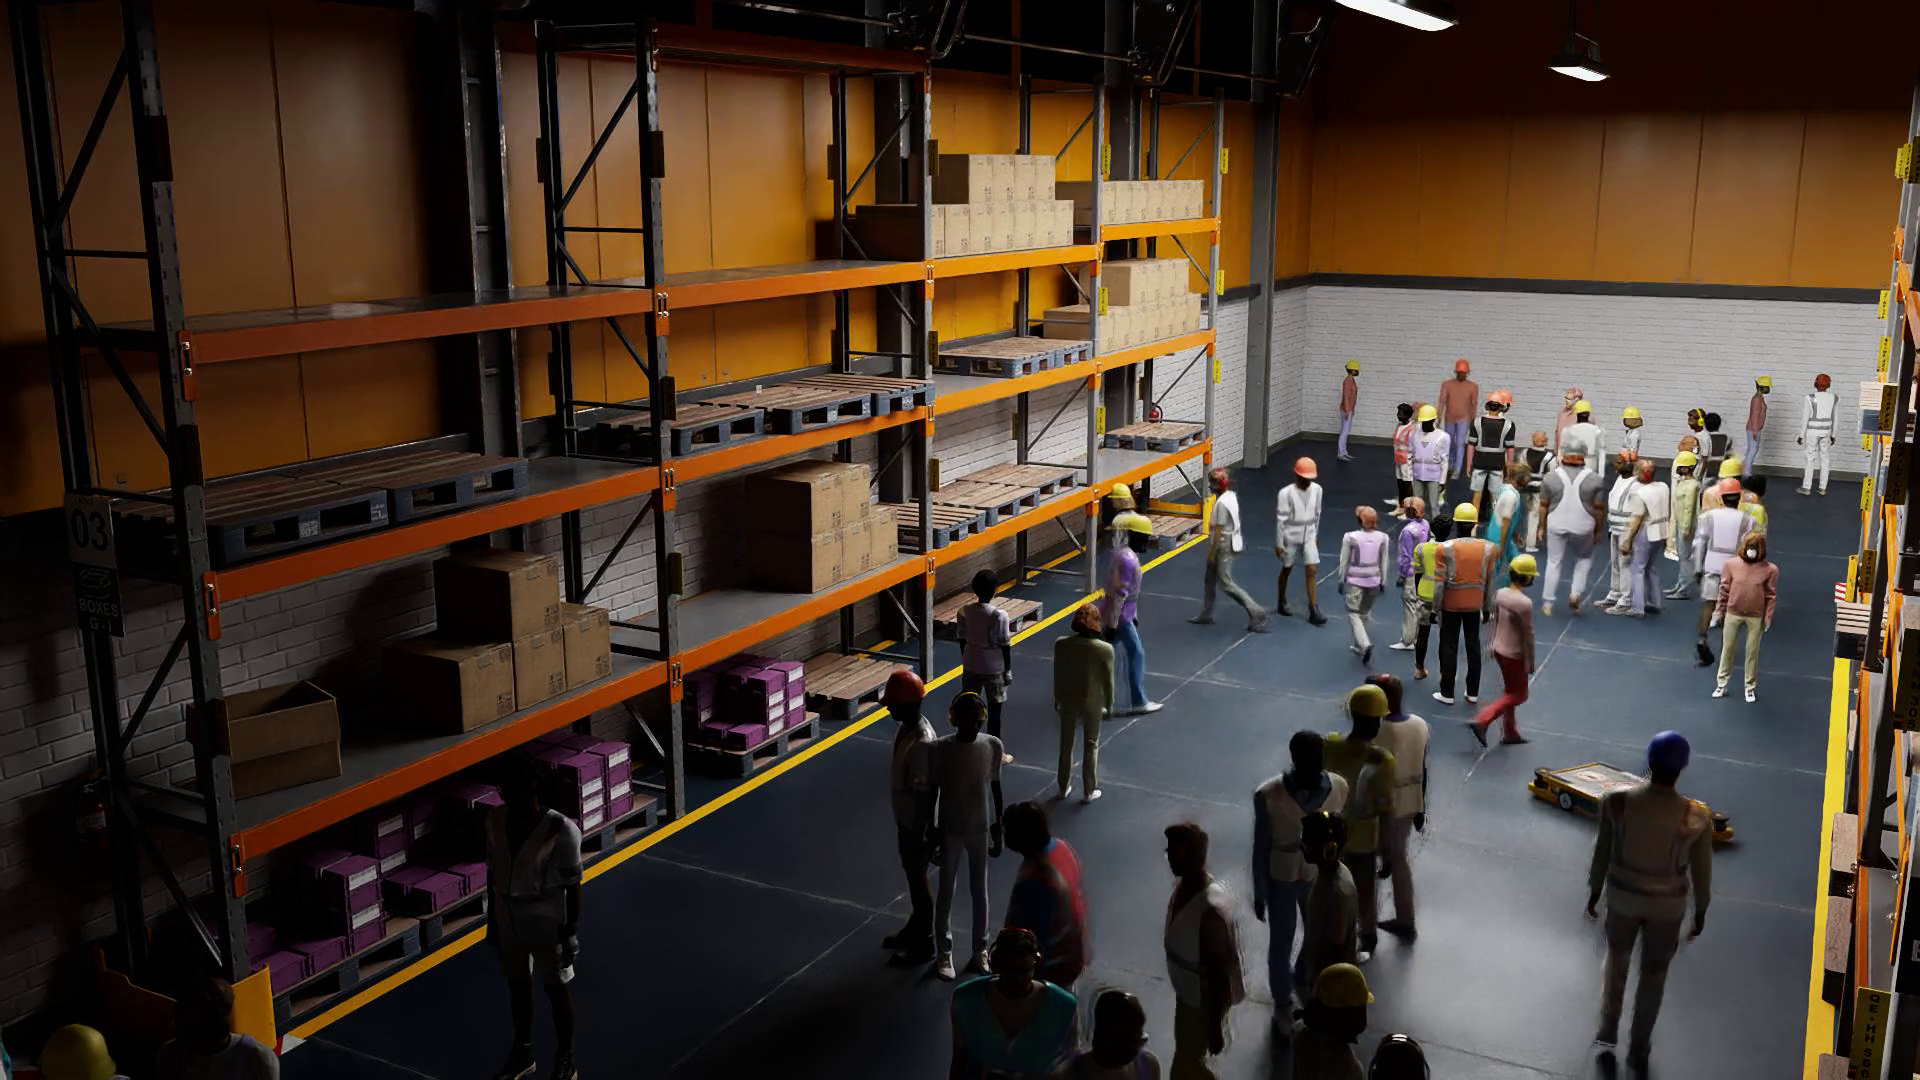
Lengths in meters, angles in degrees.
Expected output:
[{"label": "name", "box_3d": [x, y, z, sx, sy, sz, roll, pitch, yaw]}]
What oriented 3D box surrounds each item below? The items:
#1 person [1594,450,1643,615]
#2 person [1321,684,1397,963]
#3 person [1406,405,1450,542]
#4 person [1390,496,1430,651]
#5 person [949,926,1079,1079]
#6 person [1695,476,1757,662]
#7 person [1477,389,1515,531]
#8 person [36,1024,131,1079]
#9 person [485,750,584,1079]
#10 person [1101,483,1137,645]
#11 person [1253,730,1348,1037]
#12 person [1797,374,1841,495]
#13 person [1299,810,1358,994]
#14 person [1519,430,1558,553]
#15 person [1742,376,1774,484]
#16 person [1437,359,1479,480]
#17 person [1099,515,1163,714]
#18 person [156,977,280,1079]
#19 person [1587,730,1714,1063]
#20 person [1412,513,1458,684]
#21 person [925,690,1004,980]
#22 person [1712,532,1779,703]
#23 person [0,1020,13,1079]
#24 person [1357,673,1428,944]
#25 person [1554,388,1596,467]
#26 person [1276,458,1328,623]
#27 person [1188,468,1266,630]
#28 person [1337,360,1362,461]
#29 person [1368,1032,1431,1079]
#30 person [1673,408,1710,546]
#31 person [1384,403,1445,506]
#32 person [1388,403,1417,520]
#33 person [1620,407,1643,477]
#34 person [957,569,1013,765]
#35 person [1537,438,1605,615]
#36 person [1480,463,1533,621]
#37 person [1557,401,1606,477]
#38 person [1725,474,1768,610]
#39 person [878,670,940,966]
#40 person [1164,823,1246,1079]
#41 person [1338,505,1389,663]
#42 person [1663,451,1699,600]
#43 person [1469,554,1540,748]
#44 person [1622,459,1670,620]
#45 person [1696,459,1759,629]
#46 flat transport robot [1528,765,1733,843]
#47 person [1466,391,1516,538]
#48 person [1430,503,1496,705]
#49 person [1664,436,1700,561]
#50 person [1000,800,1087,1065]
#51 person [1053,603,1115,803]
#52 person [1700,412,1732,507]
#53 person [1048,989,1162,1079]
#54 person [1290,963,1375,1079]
[{"label": "person", "box_3d": [7.514, -0.093, 18.882, 0.354, 1.883, 0.573, 0, 13, 0]}, {"label": "person", "box_3d": [2.373, 1.828, 10.250, 0.653, 1.903, 0.622, -9, 16, -36]}, {"label": "person", "box_3d": [6.213, -0.848, 22.187, 0.580, 1.918, 0.390, 10, 16, 37]}, {"label": "person", "box_3d": [4.742, 0.349, 17.451, 0.309, 1.641, 0.512, 9, 16, 36]}, {"label": "person", "box_3d": [0.235, 2.522, 7.286, 0.563, 1.838, 0.389, 2, 13, 7]}, {"label": "person", "box_3d": [7.835, 0.303, 17.098, 0.554, 1.902, 0.899, 9, 15, 35]}, {"label": "person", "box_3d": [7.487, -1.111, 23.215, 0.404, 1.986, 0.618, -2, 13, -10]}, {"label": "person", "box_3d": [-3.369, 2.713, 6.452, 0.403, 1.824, 0.596, 5, 13, 21]}, {"label": "person", "box_3d": [-2.325, 2.072, 9.016, 0.603, 1.959, 0.377, 5, 14, 21]}, {"label": "person", "box_3d": [1.699, 0.252, 17.680, 0.318, 1.737, 0.487, 8, 15, 31]}, {"label": "person", "box_3d": [1.955, 1.968, 9.643, 0.609, 1.892, 0.486, -3, 13, -14]}, {"label": "person", "box_3d": [13.307, -1.638, 25.797, 0.582, 1.882, 0.338, 0, 13, 0]}, {"label": "person", "box_3d": [1.842, 2.254, 8.432, 0.327, 1.863, 0.510, 1, 13, 5]}, {"label": "person", "box_3d": [7.642, -0.642, 21.932, 0.605, 1.611, 0.568, -11, 17, -40]}, {"label": "person", "box_3d": [12.758, -1.753, 26.611, 0.343, 1.757, 0.532, 7, 15, 30]}, {"label": "person", "box_3d": [8.180, -2.013, 27.304, 0.605, 1.968, 0.897, 6, 14, 26]}, {"label": "person", "box_3d": [1.525, 0.703, 15.364, 0.870, 1.856, 0.600, -1, 13, -4]}, {"label": "person", "box_3d": [-3.001, 2.628, 6.796, 0.506, 1.842, 0.350, 0, 13, 2]}, {"label": "person", "box_3d": [3.883, 2.007, 9.358, 0.646, 1.932, 0.441, 8, 15, 32]}, {"label": "person", "box_3d": [4.691, 0.573, 16.316, 0.535, 1.699, 0.318, 10, 16, 39]}, {"label": "person", "box_3d": [0.032, 1.825, 10.355, 0.509, 1.860, 0.334, -3, 13, -13]}, {"label": "person", "box_3d": [7.448, 0.724, 15.782, 0.500, 1.636, 0.286, 7, 14, 28]}, {"label": "person", "box_3d": [-4.217, 2.590, 7.001, 0.429, 1.830, 0.639, 3, 13, 12]}, {"label": "person", "box_3d": [2.749, 1.752, 10.830, 0.577, 1.815, 0.561, -8, 15, -33]}, {"label": "person", "box_3d": [8.796, -1.238, 23.968, 0.400, 1.905, 0.643, -6, 14, -25]}, {"label": "person", "box_3d": [3.790, 0.001, 18.497, 0.565, 1.872, 0.912, -3, 13, -14]}, {"label": "person", "box_3d": [2.944, 0.096, 18.200, 0.779, 1.809, 0.578, 2, 13, 7]}, {"label": "person", "box_3d": [6.755, -2.249, 28.827, 0.341, 1.761, 0.529, 5, 13, 20]}, {"label": "person", "box_3d": [1.630, 2.740, 6.306, 0.504, 1.840, 0.341, 1, 13, 6]}, {"label": "person", "box_3d": [9.813, -0.839, 22.266, 0.329, 1.865, 0.512, 1, 13, 3]}, {"label": "person", "box_3d": [6.838, -1.261, 24.783, 0.889, 1.579, 0.553, 4, 13, 18]}, {"label": "person", "box_3d": [6.408, -1.135, 23.985, 0.319, 1.692, 0.537, -3, 13, -11]}, {"label": "person", "box_3d": [9.358, -1.003, 23.299, 0.321, 1.738, 0.487, 5, 14, 22]}, {"label": "person", "box_3d": [0.216, 1.078, 14.054, 0.535, 1.699, 0.318, 9, 15, 34]}, {"label": "person", "box_3d": [6.906, -0.159, 18.820, 0.710, 2.000, 0.593, 6, 14, 26]}, {"label": "person", "box_3d": [6.121, 0.019, 18.613, 0.760, 1.785, 0.516, 4, 13, 18]}, {"label": "person", "box_3d": [8.489, -0.971, 22.821, 0.599, 1.871, 0.983, 1, 13, 6]}, {"label": "person", "box_3d": [8.761, 0.102, 18.431, 0.417, 1.687, 0.565, 1, 13, 2]}, {"label": "person", "box_3d": [-0.320, 1.747, 10.548, 0.390, 1.927, 0.548, -3, 13, -12]}, {"label": "person", "box_3d": [1.187, 2.309, 8.361, 0.623, 1.792, 0.640, -2, 13, -11]}, {"label": "person", "box_3d": [4.149, 0.451, 17.046, 0.524, 1.621, 0.673, -3, 13, -12]}, {"label": "person", "box_3d": [8.482, -0.173, 19.529, 0.339, 1.761, 0.524, 3, 13, 15]}, {"label": "person", "box_3d": [4.747, 0.973, 14.413, 0.587, 1.747, 0.533, -2, 13, -8]}, {"label": "person", "box_3d": [7.719, -0.008, 18.631, 0.608, 1.833, 0.413, -9, 15, -34]}, {"label": "person", "box_3d": [8.511, 0.011, 18.462, 1.031, 1.875, 0.585, -11, 17, -42]}, {"label": "flat transport robot", "box_3d": [5.195, 2.045, 12.949, 0.652, 0.197, 1.431, -6, 14, -25]}, {"label": "person", "box_3d": [7.228, -1.017, 22.695, 0.612, 2.030, 0.403, 4, 13, 17]}, {"label": "person", "box_3d": [4.717, 0.601, 15.675, 0.592, 1.925, 0.385, -1, 13, -6]}, {"label": "person", "box_3d": [9.351, -0.549, 21.503, 0.504, 1.629, 0.277, -9, 15, -35]}, {"label": "person", "box_3d": [0.449, 2.231, 8.693, 0.518, 1.801, 0.645, 3, 13, 13]}, {"label": "person", "box_3d": [0.986, 1.296, 13.250, 0.504, 1.622, 0.299, 4, 13, 17]}, {"label": "person", "box_3d": [10.452, -0.931, 23.076, 0.575, 1.677, 0.419, -3, 13, -13]}, {"label": "person", "box_3d": [0.547, 2.632, 6.832, 0.559, 1.817, 0.641, -6, 14, -24]}, {"label": "person", "box_3d": [1.570, 2.615, 7.099, 0.330, 1.735, 0.489, -4, 13, -19]}]
